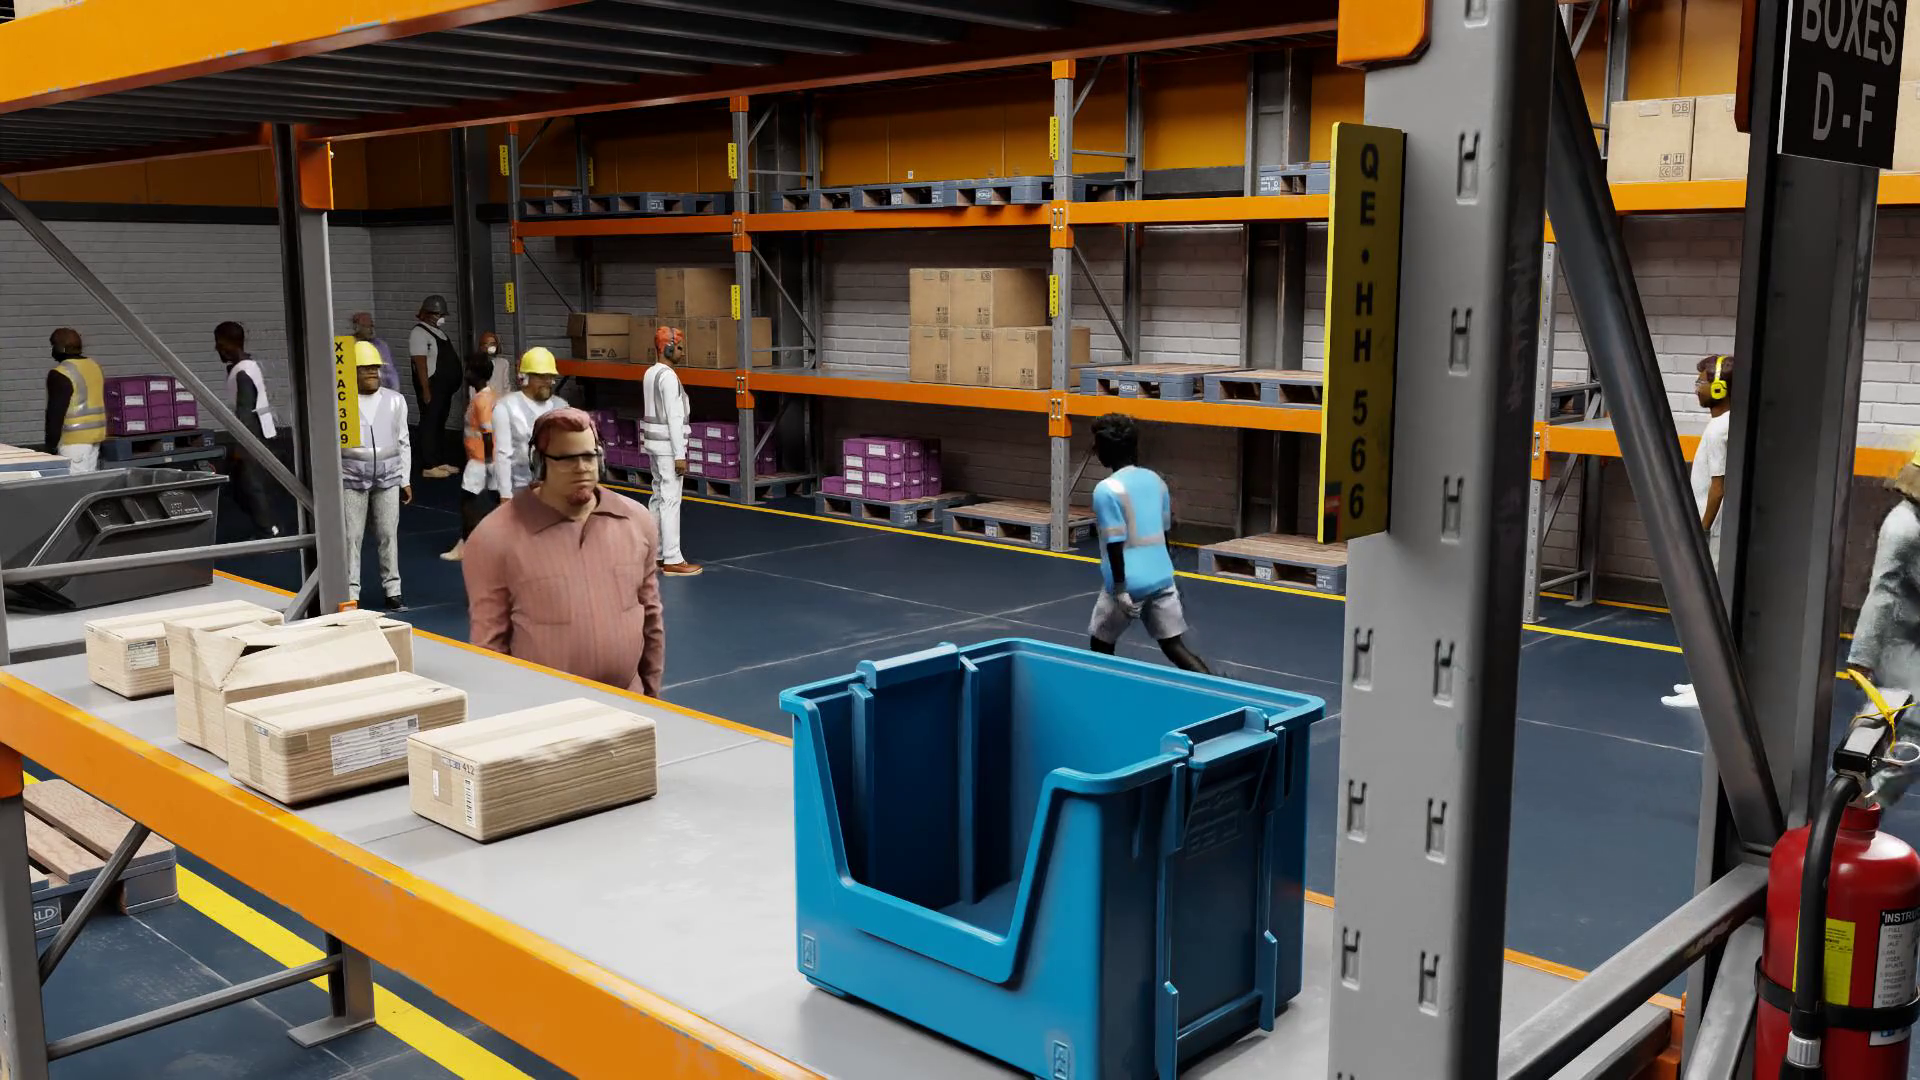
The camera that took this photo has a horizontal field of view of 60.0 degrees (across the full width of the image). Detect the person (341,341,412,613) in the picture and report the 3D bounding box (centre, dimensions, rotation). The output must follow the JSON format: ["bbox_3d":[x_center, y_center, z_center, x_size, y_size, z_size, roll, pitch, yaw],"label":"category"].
[{"bbox_3d":[-3.957,-0.406,11.126,0.590,1.837,0.404,-6,11,-33],"label":"person"}]

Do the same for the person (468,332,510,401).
[{"bbox_3d":[-5.088,-1.434,18.050,0.286,1.633,0.500,9,13,43],"label":"person"}]

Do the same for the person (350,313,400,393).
[{"bbox_3d":[-6.327,-1.499,17.784,0.987,1.855,0.644,6,11,33],"label":"person"}]

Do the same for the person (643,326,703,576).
[{"bbox_3d":[-2.204,-0.670,12.594,0.356,1.887,0.573,-5,11,-29],"label":"person"}]

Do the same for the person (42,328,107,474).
[{"bbox_3d":[-7.291,-0.805,13.619,0.525,1.831,0.683,0,9,0],"label":"person"}]

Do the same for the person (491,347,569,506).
[{"bbox_3d":[-2.823,-0.370,10.966,0.560,1.814,0.602,9,13,42],"label":"person"}]

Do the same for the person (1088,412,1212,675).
[{"bbox_3d":[0.934,0.207,7.976,0.910,1.644,0.542,9,13,42],"label":"person"}]

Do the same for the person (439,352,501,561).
[{"bbox_3d":[-3.728,-0.672,13.277,0.813,1.665,0.531,-2,9,-10],"label":"person"}]

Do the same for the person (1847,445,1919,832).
[{"bbox_3d":[3.634,0.426,6.409,0.462,1.715,0.493,8,12,41],"label":"person"}]

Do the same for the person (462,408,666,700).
[{"bbox_3d":[-1.196,0.534,5.194,0.635,1.899,0.397,-7,12,-37],"label":"person"}]

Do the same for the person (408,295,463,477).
[{"bbox_3d":[-5.836,-1.729,18.611,0.536,2.000,0.675,0,9,2],"label":"person"}]

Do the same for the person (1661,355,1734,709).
[{"bbox_3d":[3.958,-0.035,8.771,0.328,1.865,0.509,7,11,36],"label":"person"}]

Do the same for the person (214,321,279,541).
[{"bbox_3d":[-5.753,-0.808,13.400,0.458,1.891,0.619,-5,10,-27],"label":"person"}]
